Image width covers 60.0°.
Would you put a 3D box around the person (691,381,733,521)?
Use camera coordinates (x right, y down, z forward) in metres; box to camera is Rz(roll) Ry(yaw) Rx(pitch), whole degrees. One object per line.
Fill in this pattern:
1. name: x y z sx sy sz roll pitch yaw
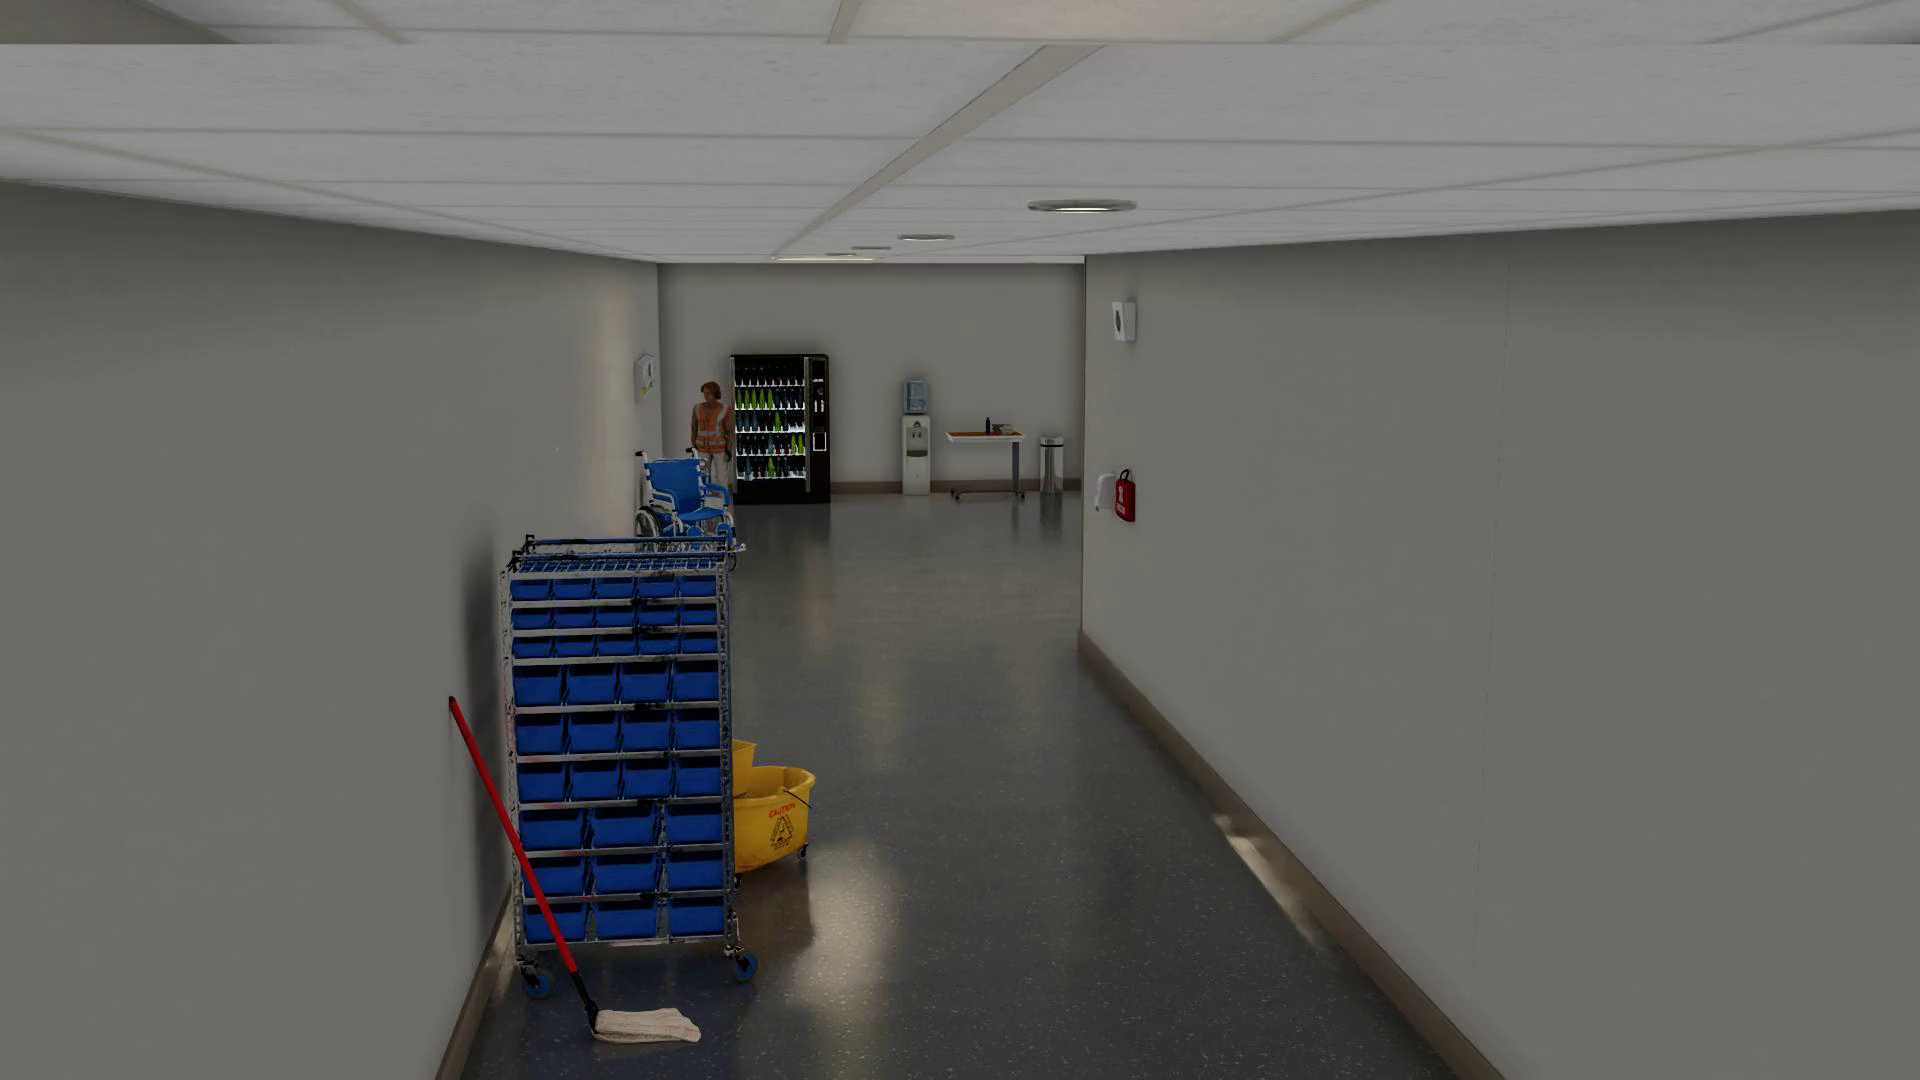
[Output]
1. person: -2.896 -1.035 19.434 0.512 1.639 0.311 2 9 11
